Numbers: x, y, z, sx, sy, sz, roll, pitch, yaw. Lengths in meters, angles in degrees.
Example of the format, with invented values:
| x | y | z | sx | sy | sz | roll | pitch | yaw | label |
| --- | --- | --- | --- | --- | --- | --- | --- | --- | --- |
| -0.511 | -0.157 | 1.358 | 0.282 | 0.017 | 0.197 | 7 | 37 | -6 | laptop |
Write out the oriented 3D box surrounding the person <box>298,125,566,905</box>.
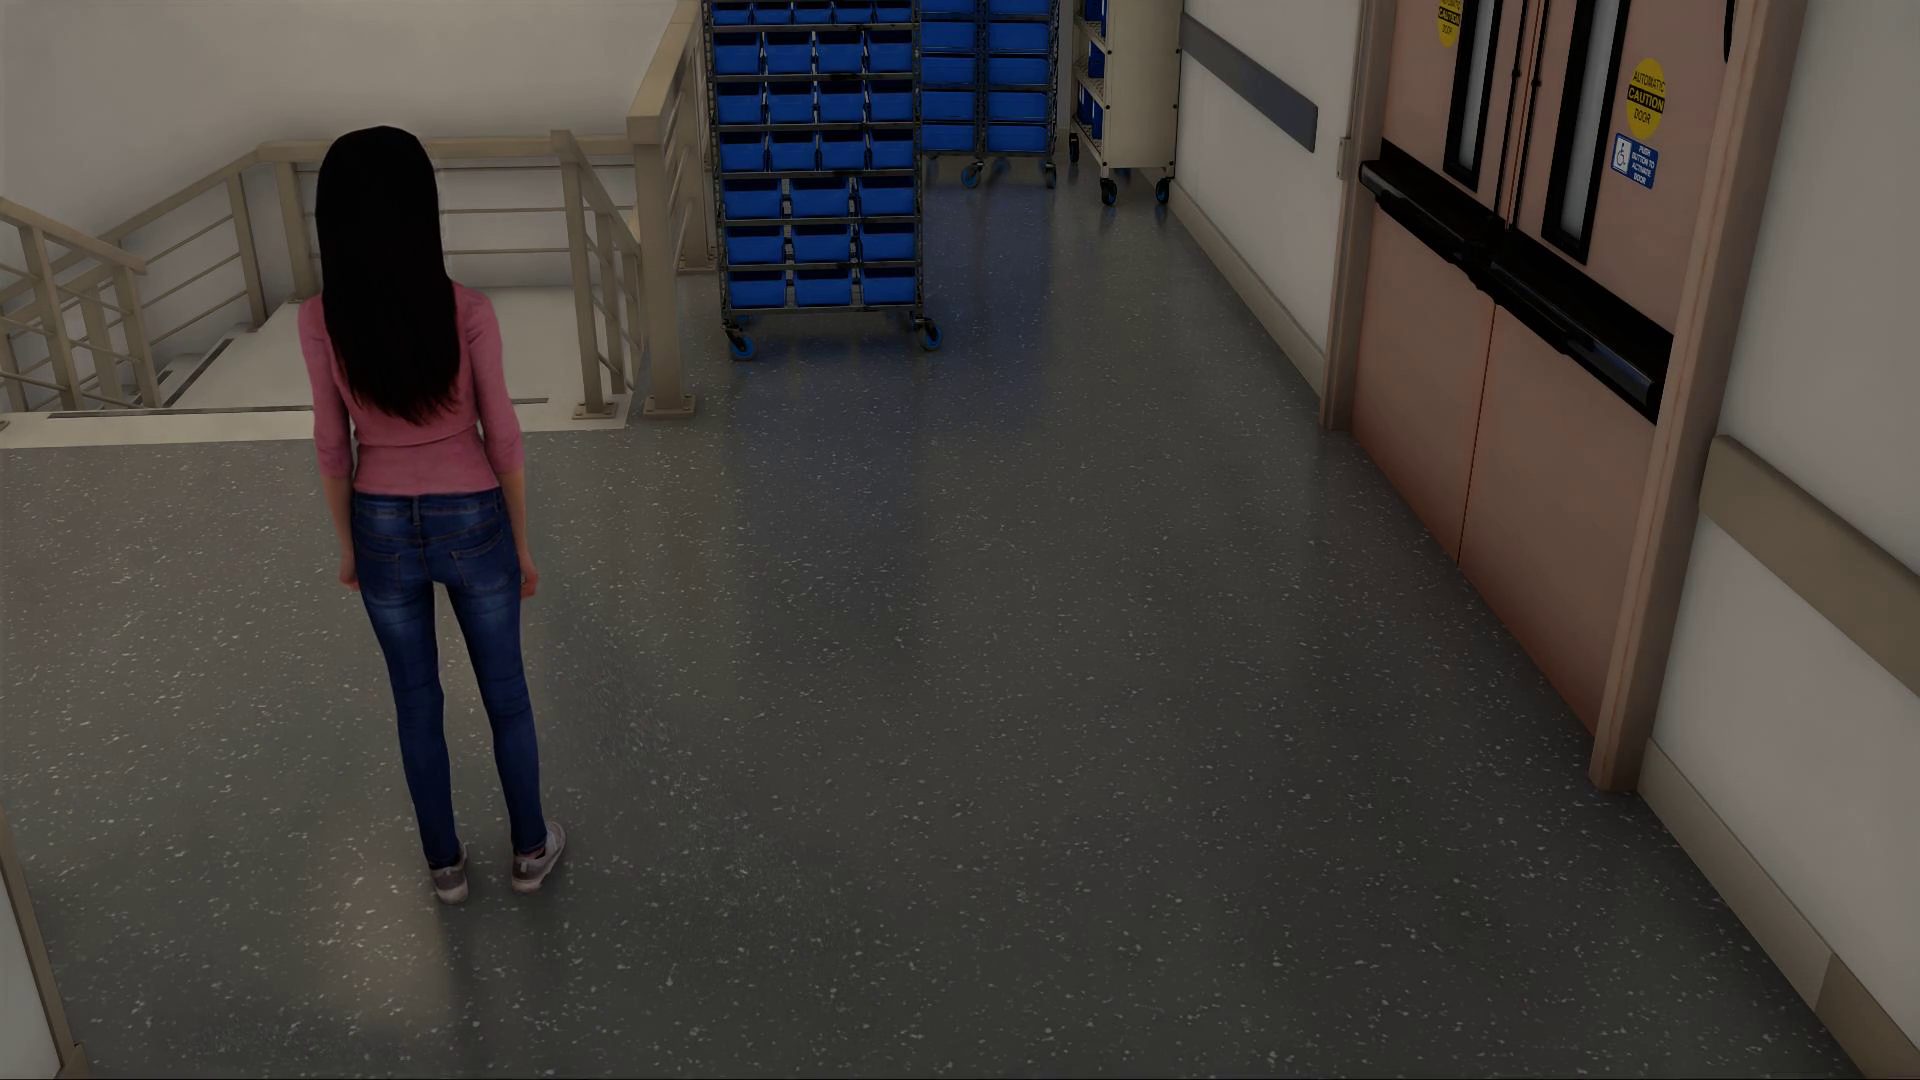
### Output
| x | y | z | sx | sy | sz | roll | pitch | yaw | label |
| --- | --- | --- | --- | --- | --- | --- | --- | --- | --- |
| -1.124 | -0.004 | 3.532 | 0.568 | 1.742 | 0.509 | -4 | 26 | -7 | person |
